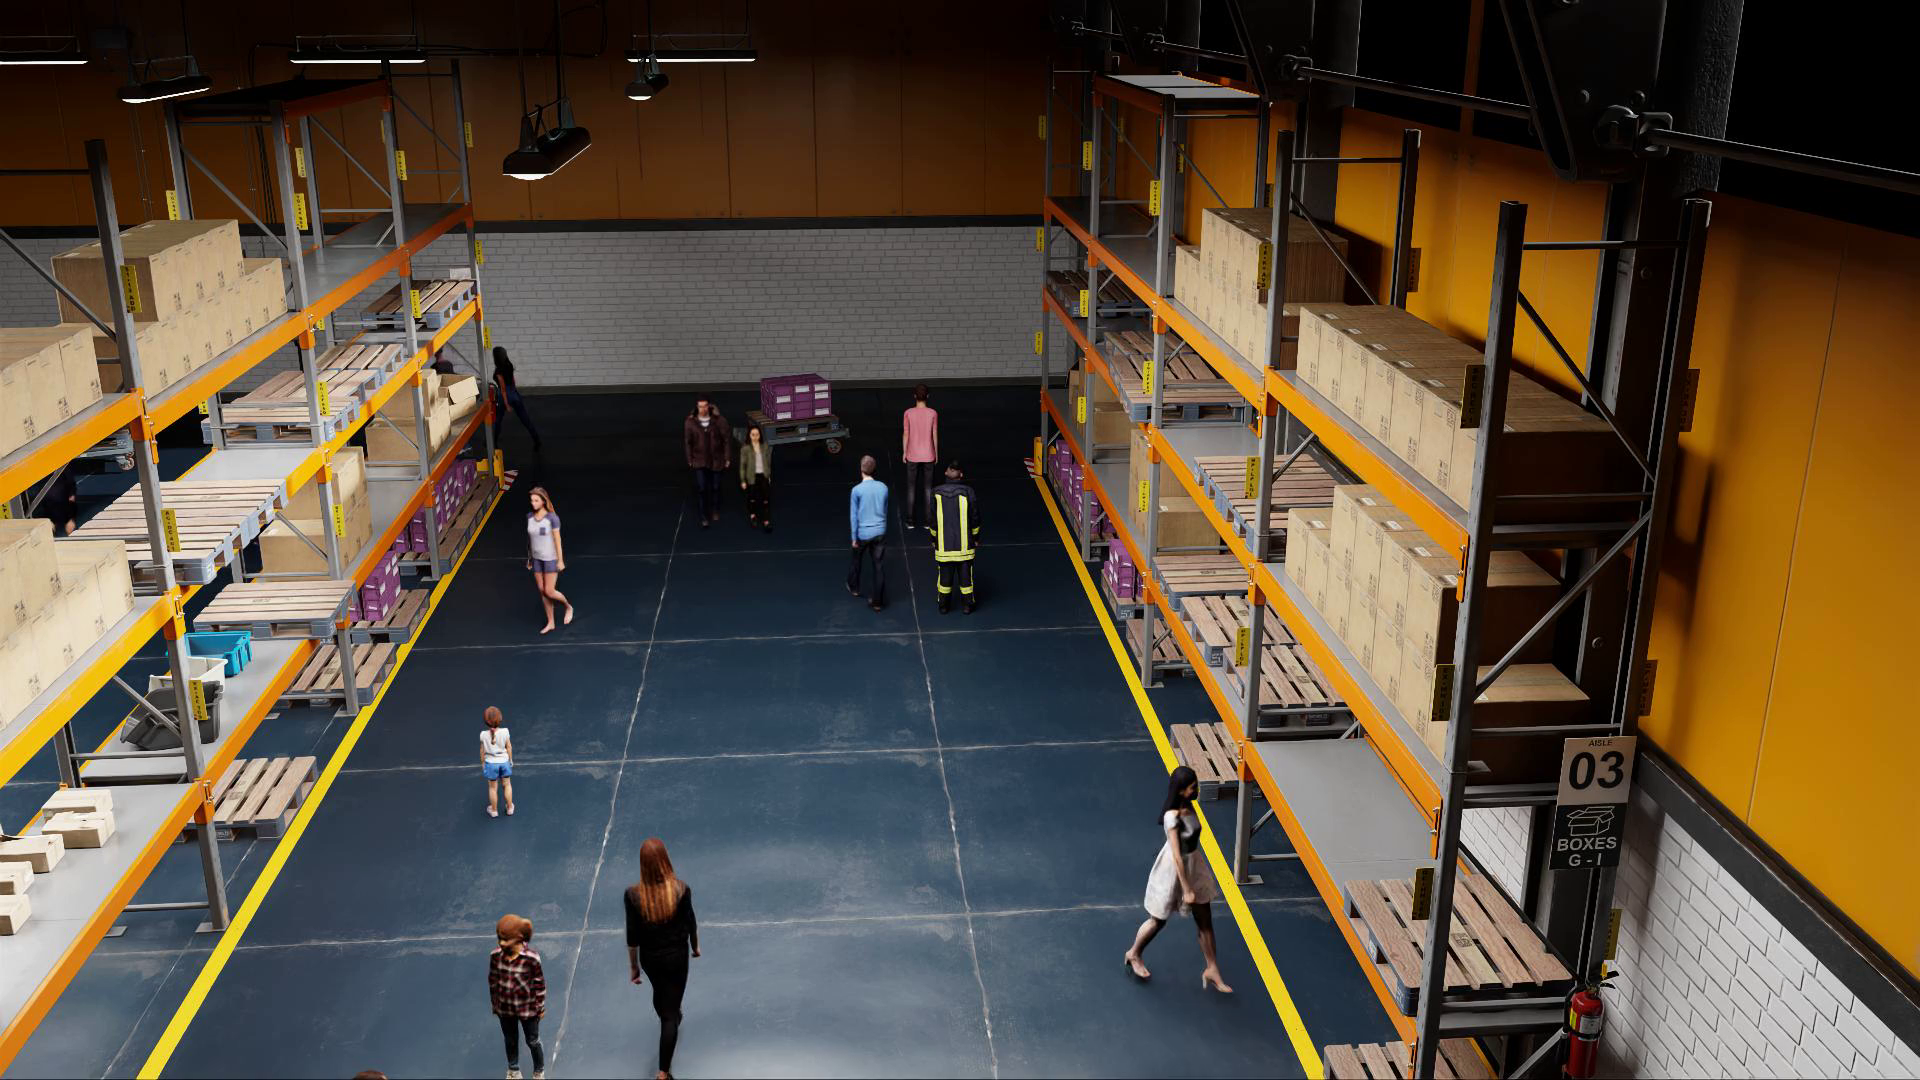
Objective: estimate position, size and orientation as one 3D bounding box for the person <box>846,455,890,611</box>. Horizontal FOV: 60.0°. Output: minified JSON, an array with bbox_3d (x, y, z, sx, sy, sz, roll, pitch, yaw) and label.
[{"bbox_3d":[-1.005,-0.053,19.305,0.865,1.781,1.116,-8,20,-22],"label":"person"}]

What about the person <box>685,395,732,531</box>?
[{"bbox_3d":[-3.363,-1.075,22.322,0.827,1.792,1.164,-4,19,-12],"label":"person"}]

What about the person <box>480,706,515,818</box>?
[{"bbox_3d":[-4.064,1.939,14.583,0.451,1.019,0.463,-6,20,-18],"label":"person"}]

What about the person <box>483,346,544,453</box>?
[{"bbox_3d":[-6.836,-2.081,25.502,1.166,1.668,1.282,10,21,28],"label":"person"}]

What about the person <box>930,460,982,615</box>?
[{"bbox_3d":[-0.062,-0.048,19.165,0.799,1.860,0.751,2,19,5],"label":"person"}]

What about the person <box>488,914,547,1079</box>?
[{"bbox_3d":[-2.888,3.028,10.899,0.581,1.305,0.569,3,19,10],"label":"person"}]

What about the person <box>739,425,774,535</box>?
[{"bbox_3d":[-2.724,-0.819,22.115,0.757,1.439,1.047,-6,20,-18],"label":"person"}]

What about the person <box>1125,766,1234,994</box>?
[{"bbox_3d":[1.487,2.455,11.933,1.043,1.733,1.070,10,21,28],"label":"person"}]

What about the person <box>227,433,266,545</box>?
[{"bbox_3d":[-9.182,-0.659,21.236,0.776,1.695,1.207,3,19,8],"label":"person"}]

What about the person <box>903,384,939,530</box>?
[{"bbox_3d":[-0.527,-1.111,22.168,0.621,1.958,0.550,-1,19,-4],"label":"person"}]

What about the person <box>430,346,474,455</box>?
[{"bbox_3d":[-7.880,-2.147,25.631,1.027,1.712,1.159,8,20,22],"label":"person"}]

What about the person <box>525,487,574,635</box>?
[{"bbox_3d":[-4.589,0.199,18.654,0.762,1.717,0.826,10,21,26],"label":"person"}]

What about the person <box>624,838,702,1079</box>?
[{"bbox_3d":[-1.956,2.821,10.946,0.694,1.668,1.187,0,19,1],"label":"person"}]
